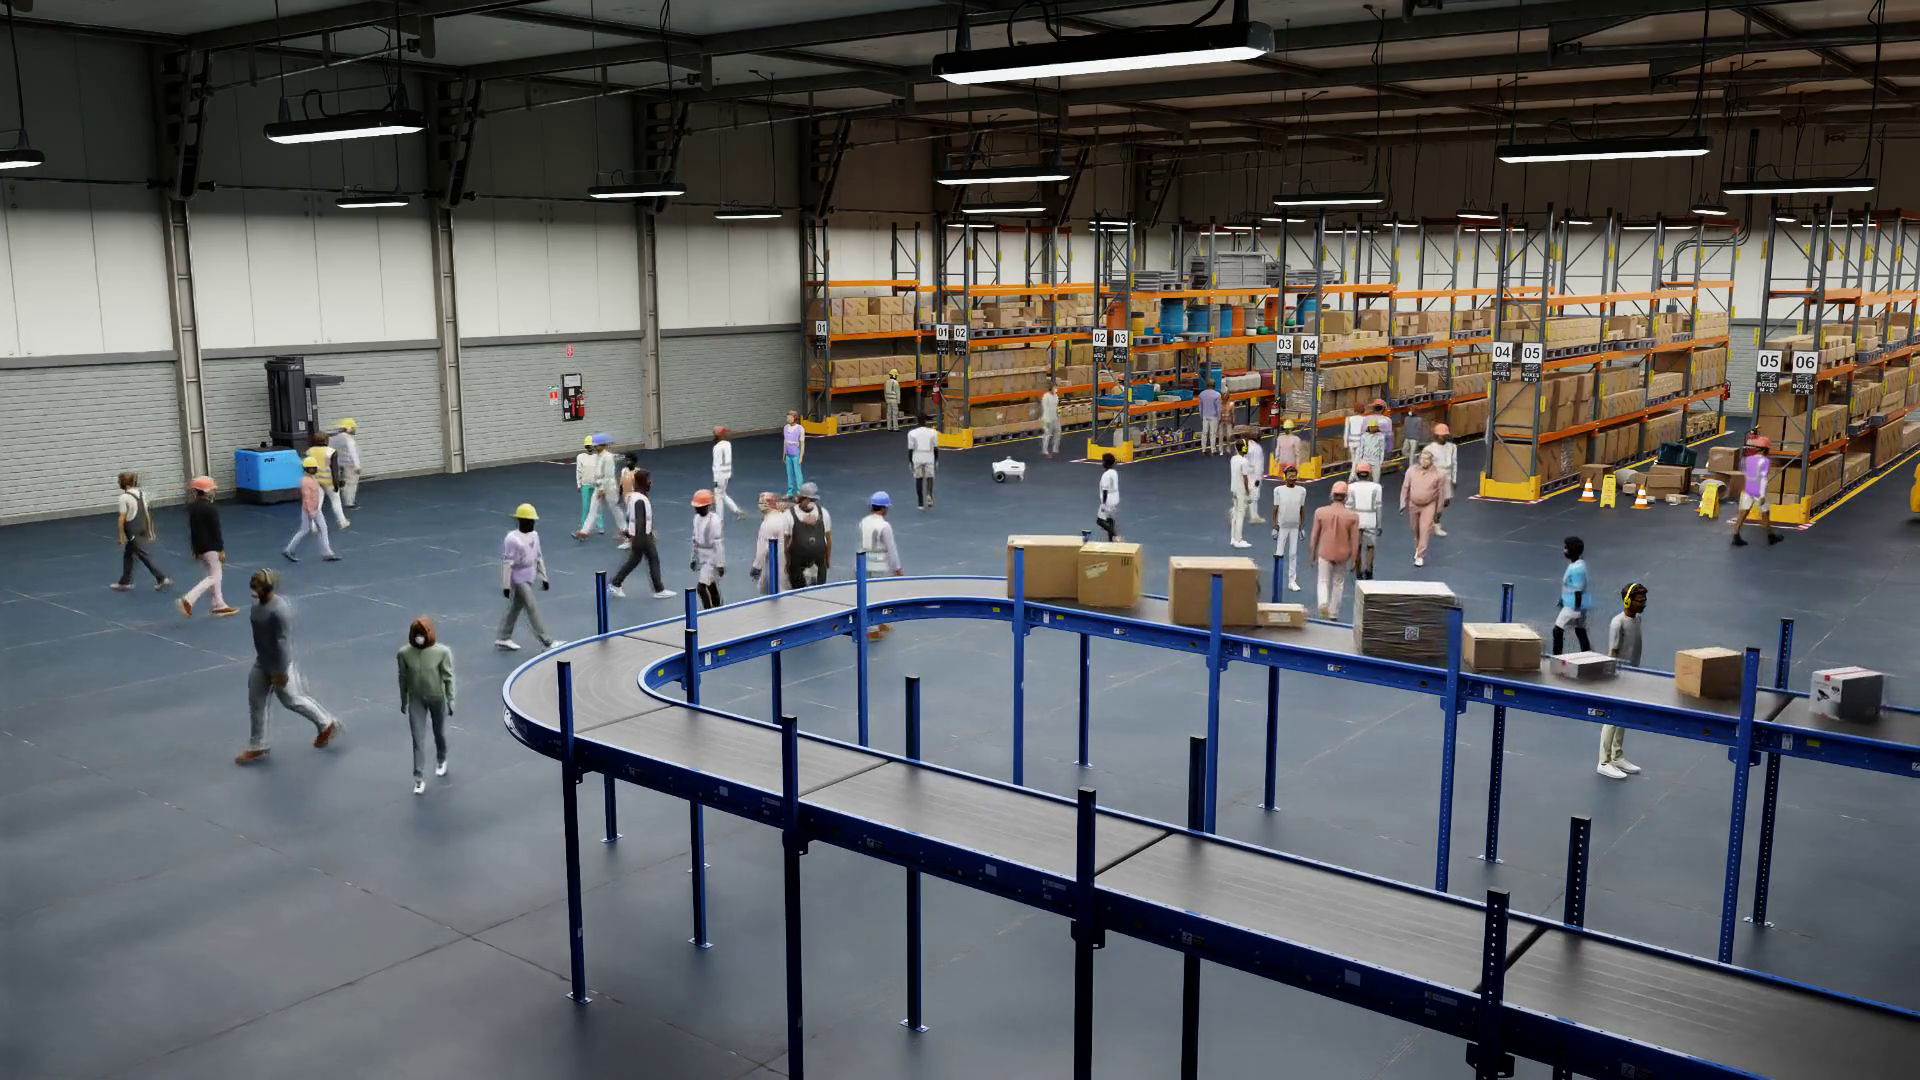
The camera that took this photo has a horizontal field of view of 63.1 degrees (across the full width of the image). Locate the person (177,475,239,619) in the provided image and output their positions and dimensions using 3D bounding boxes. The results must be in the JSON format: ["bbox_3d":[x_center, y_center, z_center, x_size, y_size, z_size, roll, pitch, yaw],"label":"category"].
[{"bbox_3d":[-10.300,0.111,21.291,0.623,1.978,0.766,9,13,40],"label":"person"}]

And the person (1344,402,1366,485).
[{"bbox_3d":[8.592,-2.056,33.849,0.587,1.851,0.935,7,12,35],"label":"person"}]

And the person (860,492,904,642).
[{"bbox_3d":[-0.970,0.330,20.173,0.675,1.922,0.624,-6,12,-32],"label":"person"}]

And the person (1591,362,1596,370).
[{"bbox_3d":[19.621,-4.670,48.338,0.547,1.929,0.385,-4,11,-19],"label":"person"}]

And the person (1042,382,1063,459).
[{"bbox_3d":[2.303,-2.958,38.738,0.658,1.917,0.641,7,13,36],"label":"person"}]

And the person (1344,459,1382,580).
[{"bbox_3d":[6.036,-0.243,23.445,0.574,1.916,0.568,2,10,13],"label":"person"}]

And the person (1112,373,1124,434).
[{"bbox_3d":[4.272,-3.447,41.409,0.549,1.936,0.377,9,13,41],"label":"person"}]

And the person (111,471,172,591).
[{"bbox_3d":[-12.164,-0.129,23.151,0.953,1.806,0.516,1,10,5],"label":"person"}]

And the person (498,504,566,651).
[{"bbox_3d":[-5.387,0.479,19.498,1.041,1.871,0.603,3,11,17],"label":"person"}]

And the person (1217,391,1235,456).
[{"bbox_3d":[6.664,-2.936,39.408,0.529,1.627,0.352,2,10,9],"label":"person"}]

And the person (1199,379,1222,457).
[{"bbox_3d":[6.301,-3.082,39.357,0.629,1.940,0.372,8,13,38],"label":"person"}]

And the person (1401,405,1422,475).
[{"bbox_3d":[10.328,-2.292,35.775,0.385,1.618,0.521,-7,12,-33],"label":"person"}]

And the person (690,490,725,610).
[{"bbox_3d":[-3.360,0.268,20.574,0.602,1.903,0.688,-8,13,-36],"label":"person"}]

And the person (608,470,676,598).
[{"bbox_3d":[-4.655,-0.092,22.670,0.925,1.889,0.589,-3,11,-17],"label":"person"}]

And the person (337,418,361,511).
[{"bbox_3d":[-11.933,-1.489,30.730,0.529,1.815,0.631,-9,13,-40],"label":"person"}]

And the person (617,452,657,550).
[{"bbox_3d":[-5.539,-0.710,26.793,0.535,1.665,0.844,9,14,42],"label":"person"}]

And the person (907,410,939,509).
[{"bbox_3d":[-0.729,-1.573,30.789,0.617,1.954,0.456,-1,10,-5],"label":"person"}]

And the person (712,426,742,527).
[{"bbox_3d":[-4.367,-1.173,28.800,0.521,1.872,0.595,3,11,19],"label":"person"}]

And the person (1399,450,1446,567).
[{"bbox_3d":[7.503,-0.553,25.357,0.654,1.866,0.988,6,12,30],"label":"person"}]

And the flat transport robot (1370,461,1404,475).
[{"bbox_3d":[9.734,-1.697,36.370,0.652,0.197,1.431,8,13,39],"label":"flat transport robot"}]

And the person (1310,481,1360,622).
[{"bbox_3d":[4.962,0.211,20.753,0.642,1.962,0.771,3,10,15],"label":"person"}]

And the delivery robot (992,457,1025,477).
[{"bbox_3d":[1.087,-1.613,34.834,0.707,0.478,0.477,-1,10,-6],"label":"delivery robot"}]

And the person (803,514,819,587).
[{"bbox_3d":[-2.047,0.433,20.487,0.571,1.615,0.521,-5,11,-27],"label":"person"}]

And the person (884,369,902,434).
[{"bbox_3d":[-1.899,-3.956,44.604,0.403,1.823,0.586,-10,14,-43],"label":"person"}]

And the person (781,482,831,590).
[{"bbox_3d":[-2.014,0.244,20.469,0.703,2.000,0.585,-3,11,-17],"label":"person"}]

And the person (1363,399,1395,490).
[{"bbox_3d":[8.834,-1.958,32.855,0.650,1.993,0.968,9,13,41],"label":"person"}]

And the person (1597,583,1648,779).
[{"bbox_3d":[6.302,1.316,14.830,0.515,1.865,0.313,-10,14,-44],"label":"person"}]

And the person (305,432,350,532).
[{"bbox_3d":[-11.509,-1.058,28.383,0.647,1.801,0.873,2,10,10],"label":"person"}]

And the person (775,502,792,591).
[{"bbox_3d":[-2.413,0.279,21.309,0.356,1.624,0.526,0,10,-3],"label":"person"}]

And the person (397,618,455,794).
[{"bbox_3d":[-4.958,1.494,14.576,0.516,1.586,0.851,-2,10,-9],"label":"person"}]

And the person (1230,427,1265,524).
[{"bbox_3d":[5.365,-1.188,29.043,0.721,1.824,0.632,-3,10,-16],"label":"person"}]

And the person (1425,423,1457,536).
[{"bbox_3d":[8.568,-1.107,28.014,0.618,2.017,0.689,-3,10,-16],"label":"person"}]

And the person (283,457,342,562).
[{"bbox_3d":[-10.600,-0.502,25.422,0.874,1.730,0.536,0,10,-2],"label":"person"}]

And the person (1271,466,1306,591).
[{"bbox_3d":[4.875,-0.177,23.199,0.509,1.872,0.328,-1,10,-5],"label":"person"}]

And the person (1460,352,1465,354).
[{"bbox_3d":[16.126,-5.040,50.247,0.615,1.987,0.407,1,10,7],"label":"person"}]

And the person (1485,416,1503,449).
[{"bbox_3d":[12.024,-2.194,34.731,0.612,1.807,0.702,7,12,36],"label":"person"}]

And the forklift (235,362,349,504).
[{"bbox_3d":[-13.803,-2.244,32.110,1.129,2.768,1.873,8,13,37],"label":"forklift"}]

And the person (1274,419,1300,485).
[{"bbox_3d":[6.576,-1.556,31.285,0.536,1.750,0.641,10,14,43],"label":"person"}]

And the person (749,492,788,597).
[{"bbox_3d":[-2.513,0.310,20.438,0.672,1.876,0.635,0,10,1],"label":"person"}]

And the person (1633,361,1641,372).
[{"bbox_3d":[20.809,-4.636,48.448,0.626,1.825,0.576,-4,11,-22],"label":"person"}]

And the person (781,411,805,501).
[{"bbox_3d":[-3.396,-1.729,31.993,0.565,1.849,0.390,8,13,39],"label":"person"}]

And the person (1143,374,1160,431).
[{"bbox_3d":[5.555,-3.995,45.352,0.507,1.632,0.265,7,12,34],"label":"person"}]

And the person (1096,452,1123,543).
[{"bbox_3d":[2.508,-0.631,26.258,0.395,1.680,0.544,4,11,22],"label":"person"}]

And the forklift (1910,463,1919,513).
[{"bbox_3d":[19.034,-1.348,28.998,2.313,2.155,1.214,8,13,37],"label":"forklift"}]

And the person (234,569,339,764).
[{"bbox_3d":[-6.671,1.197,15.398,0.639,1.910,0.938,9,13,40],"label":"person"}]

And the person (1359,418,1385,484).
[{"bbox_3d":[8.271,-1.581,31.458,0.493,1.743,0.313,4,11,24],"label":"person"}]

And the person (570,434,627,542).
[{"bbox_3d":[-6.251,-0.897,27.224,0.609,1.883,1.054,10,14,43],"label":"person"}]

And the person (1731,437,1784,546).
[{"bbox_3d":[13.709,-0.832,26.842,0.978,1.882,0.567,-3,10,-14],"label":"person"}]

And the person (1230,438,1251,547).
[{"bbox_3d":[4.823,-0.813,26.794,0.361,1.869,0.521,-3,10,-15],"label":"person"}]

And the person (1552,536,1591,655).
[{"bbox_3d":[7.118,0.776,18.379,0.741,1.669,0.544,5,11,26],"label":"person"}]

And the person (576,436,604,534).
[{"bbox_3d":[-6.611,-0.990,28.067,0.525,1.769,0.308,-2,10,-10],"label":"person"}]
